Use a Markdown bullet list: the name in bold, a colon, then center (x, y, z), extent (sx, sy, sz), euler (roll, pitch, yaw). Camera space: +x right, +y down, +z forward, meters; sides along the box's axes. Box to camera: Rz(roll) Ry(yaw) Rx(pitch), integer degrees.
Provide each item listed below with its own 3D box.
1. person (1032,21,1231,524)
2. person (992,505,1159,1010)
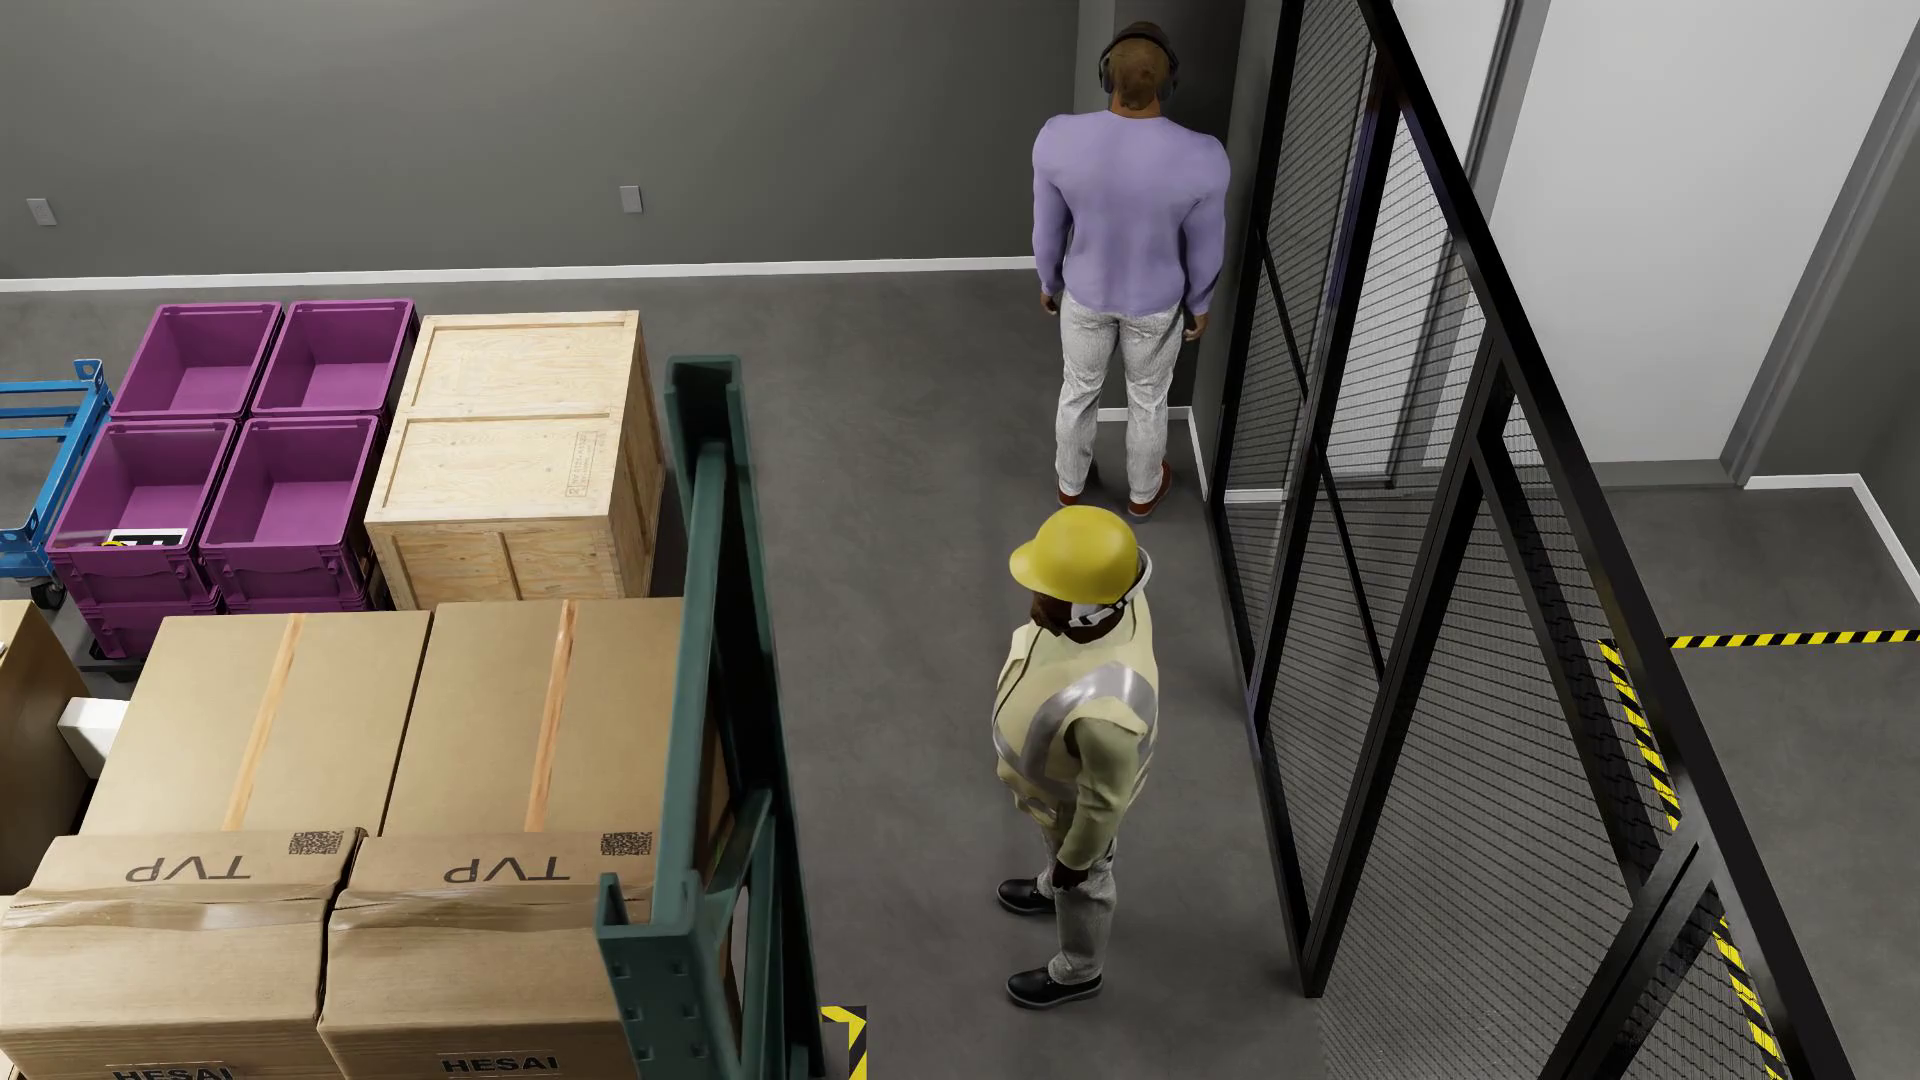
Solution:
- **person**: center (0.544, -0.832, 5.551), extent (0.632, 1.940, 0.372), euler (10, 47, 9)
- **person**: center (0.281, 0.584, 4.271), extent (0.403, 1.833, 0.591), euler (-2, 46, -2)
